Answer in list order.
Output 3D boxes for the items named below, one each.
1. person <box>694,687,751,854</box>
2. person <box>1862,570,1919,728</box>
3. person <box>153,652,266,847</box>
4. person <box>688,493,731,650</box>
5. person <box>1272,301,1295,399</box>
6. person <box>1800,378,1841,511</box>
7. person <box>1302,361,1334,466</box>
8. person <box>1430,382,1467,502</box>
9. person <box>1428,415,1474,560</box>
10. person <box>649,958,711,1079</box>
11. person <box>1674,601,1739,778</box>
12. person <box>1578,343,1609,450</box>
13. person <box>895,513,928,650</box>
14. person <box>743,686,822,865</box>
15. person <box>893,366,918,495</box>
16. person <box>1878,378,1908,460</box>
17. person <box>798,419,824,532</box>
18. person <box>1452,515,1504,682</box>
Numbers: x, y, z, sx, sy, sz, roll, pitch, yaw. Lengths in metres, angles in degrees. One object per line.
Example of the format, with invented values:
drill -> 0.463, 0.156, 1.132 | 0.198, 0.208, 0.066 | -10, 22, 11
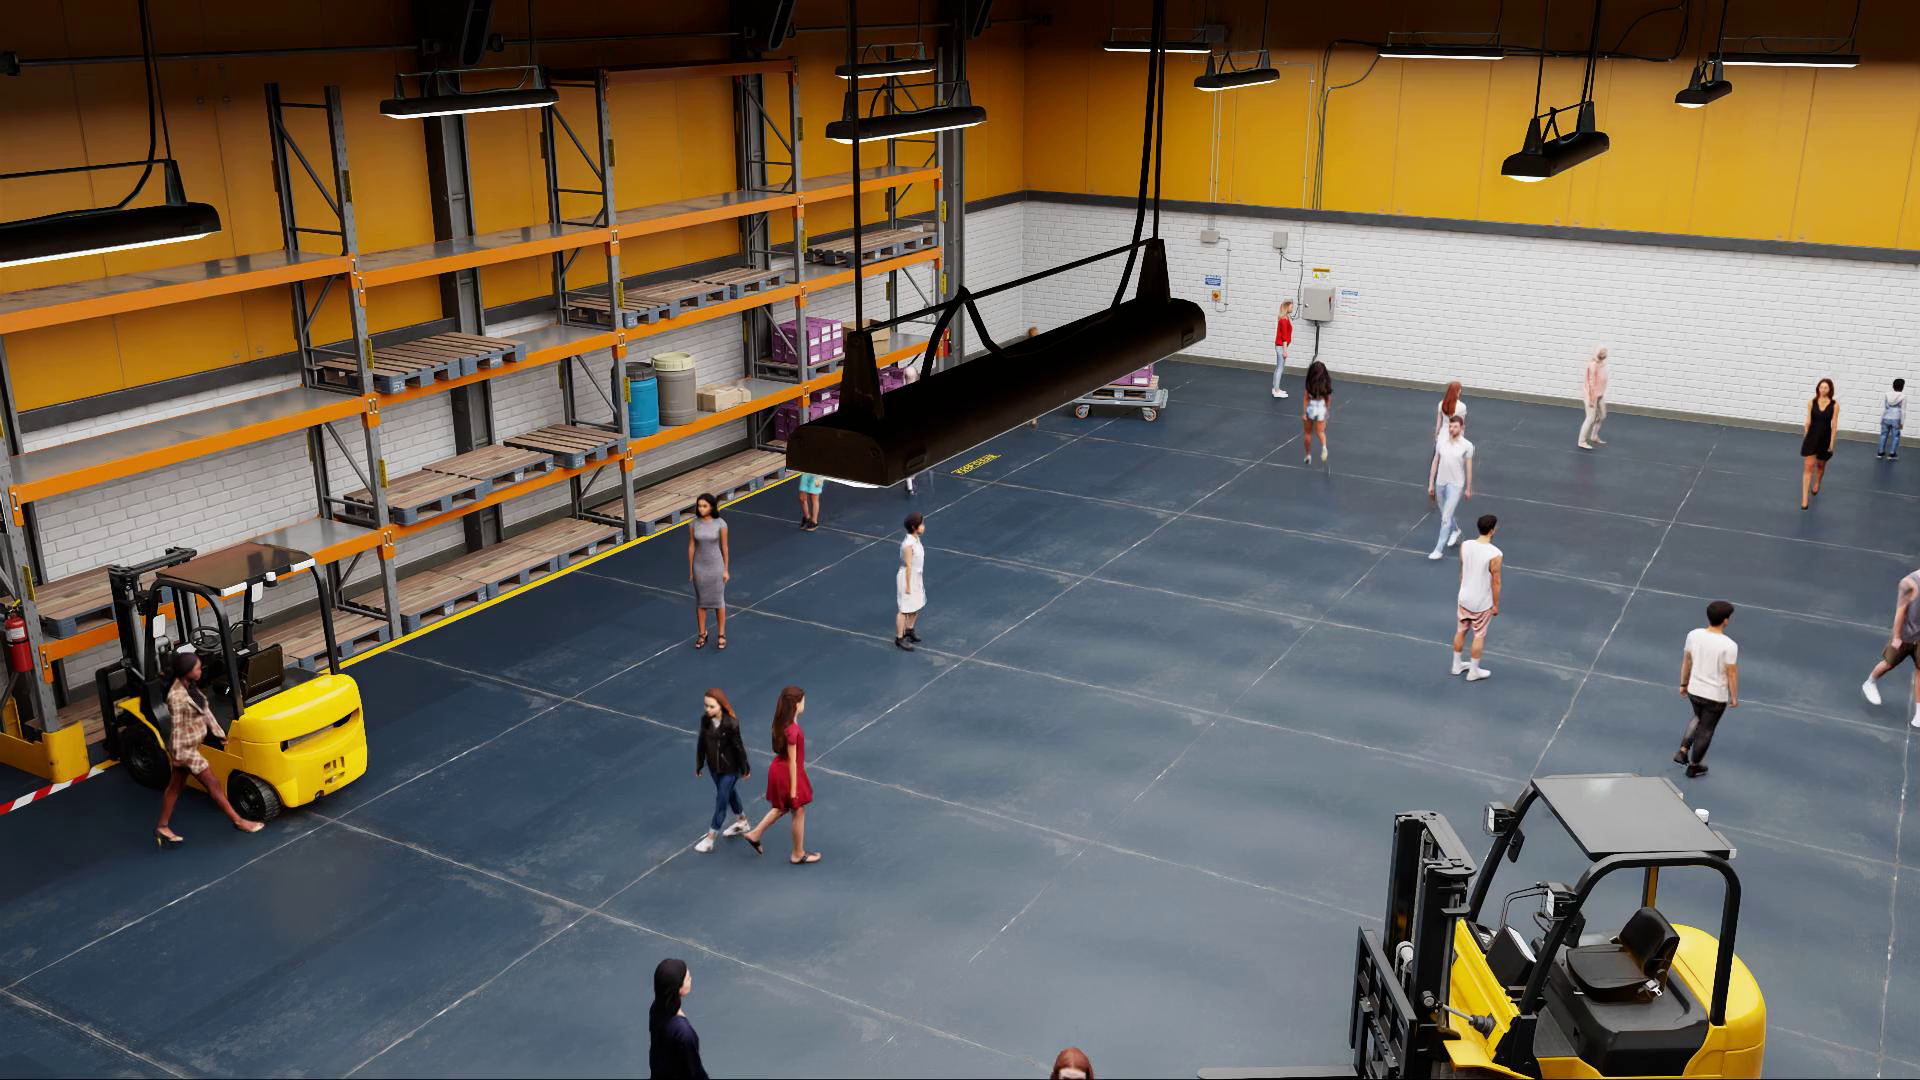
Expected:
person -> -1.950, 1.891, 14.071 | 0.647, 1.451, 0.900 | 14, 23, 35
person -> 9.242, 0.882, 16.250 | 1.122, 1.809, 1.279 | -3, 19, -8
person -> -6.540, 1.802, 13.904 | 1.114, 1.726, 1.107 | -4, 19, -12
person -> -2.736, 0.339, 18.162 | 0.671, 1.780, 0.672 | 1, 19, 4
person -> 5.681, -3.377, 29.319 | 0.753, 1.702, 0.609 | 1, 19, 3
person -> 11.961, -1.336, 23.119 | 0.555, 1.792, 1.118 | 11, 21, 29
person -> 5.366, -1.859, 24.956 | 0.845, 1.611, 0.948 | -3, 19, -7
person -> 6.803, -1.332, 23.224 | 0.581, 1.717, 0.985 | 12, 22, 31
person -> 6.274, -0.697, 21.179 | 0.845, 1.819, 1.244 | 16, 25, 40
person -> -1.715, 3.257, 9.650 | 1.178, 1.682, 1.000 | -9, 21, -25
person -> 6.782, 1.378, 15.187 | 0.794, 1.711, 0.757 | -10, 21, -27
person -> 9.895, -2.256, 26.002 | 0.833, 1.695, 0.606 | 11, 22, 30
person -> -0.572, 0.440, 18.233 | 0.725, 1.543, 0.624 | 3, 19, 10
person -> -1.494, 1.955, 13.758 | 0.931, 1.529, 0.831 | -6, 20, -17
person -> -0.723, -1.534, 23.704 | 1.150, 1.793, 1.269 | -3, 19, -9
person -> 14.289, -1.864, 25.527 | 0.537, 1.256, 0.572 | 17, 25, 41
person -> -1.924, -0.878, 22.148 | 0.561, 1.543, 0.585 | 10, 21, 27
person -> 5.383, 0.601, 17.383 | 0.711, 1.782, 0.724 | -13, 23, -35
